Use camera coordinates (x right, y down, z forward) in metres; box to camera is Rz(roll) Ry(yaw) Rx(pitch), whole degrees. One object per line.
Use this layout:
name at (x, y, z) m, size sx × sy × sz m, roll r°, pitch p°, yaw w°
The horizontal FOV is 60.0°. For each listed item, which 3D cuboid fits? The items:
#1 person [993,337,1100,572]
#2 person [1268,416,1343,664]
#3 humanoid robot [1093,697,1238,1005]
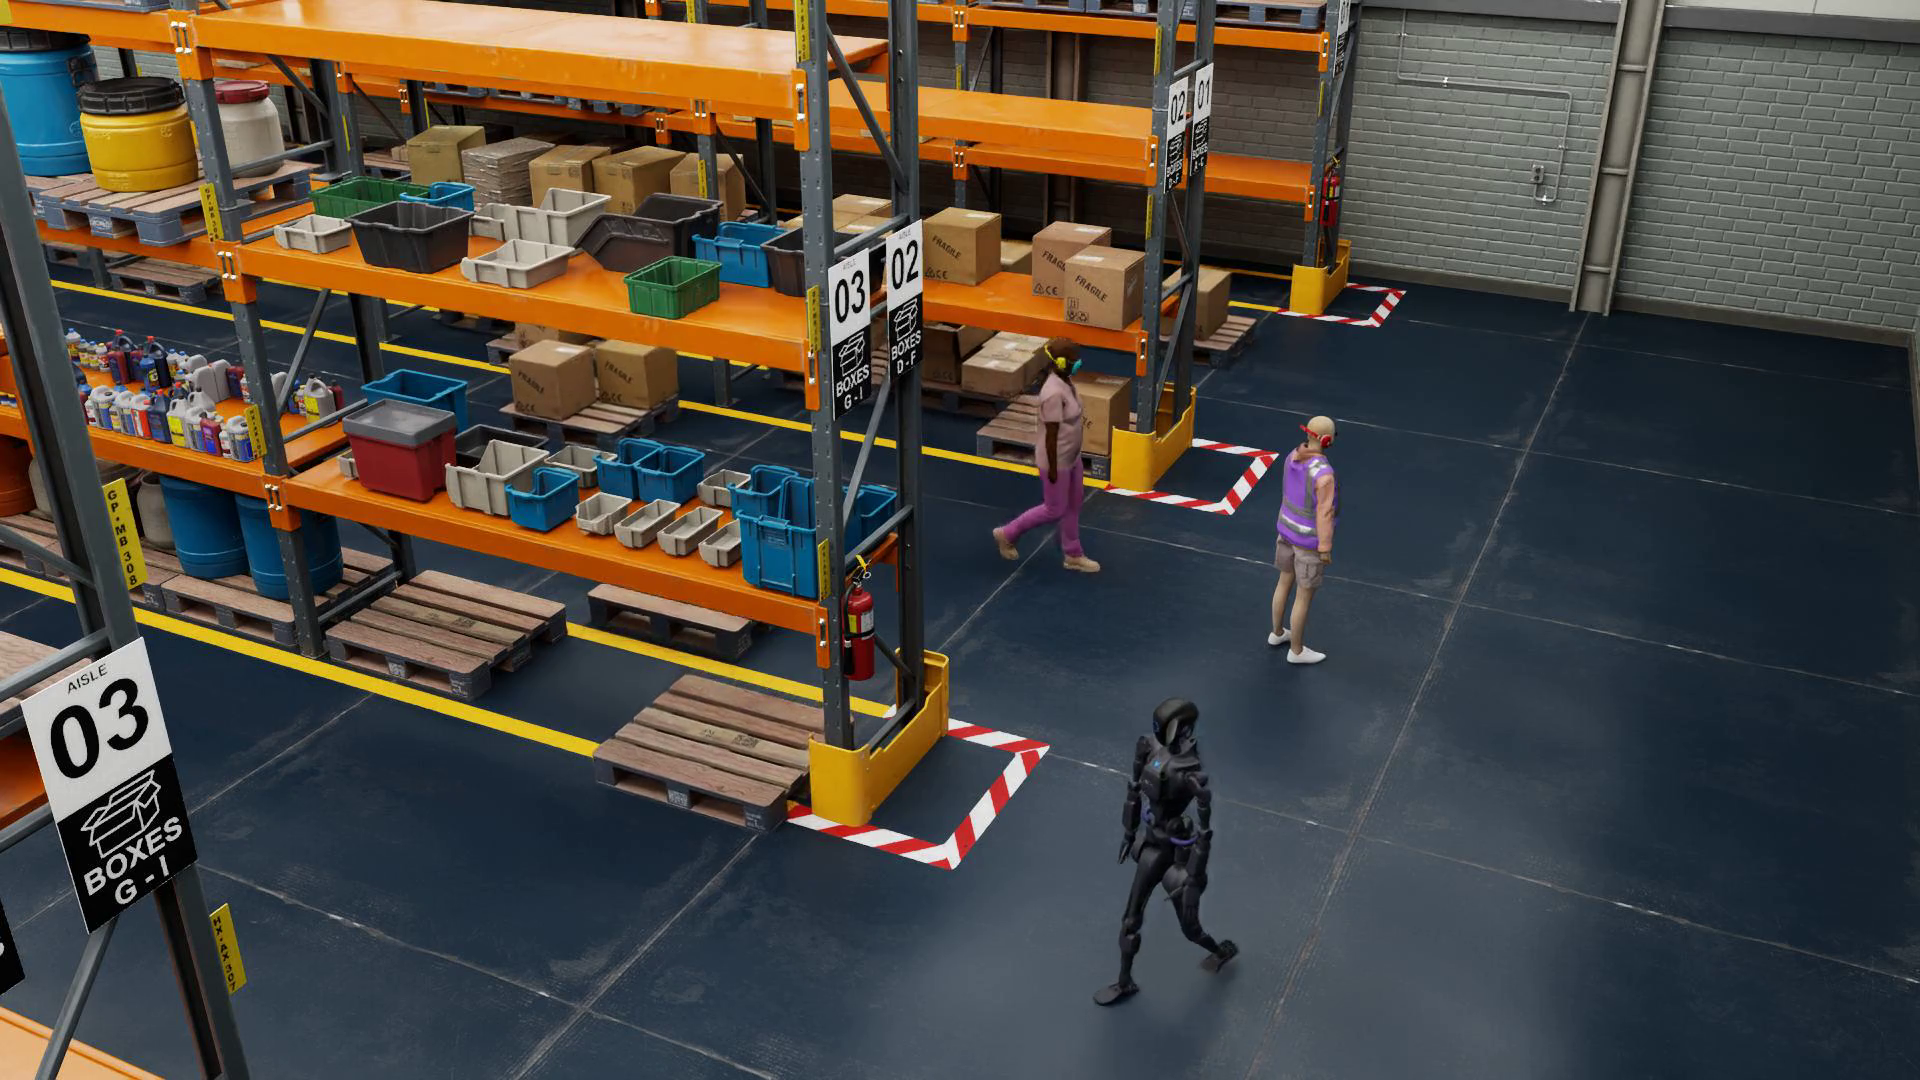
person at (0.641, -0.587, 11.785) m, size 0.689 × 1.772 × 0.540 m, roll 8°, pitch 27°, yaw 16°
person at (2.218, -0.005, 10.713) m, size 0.348 × 1.689 × 0.489 m, roll -10°, pitch 28°, yaw -19°
humanoid robot at (1.022, 1.460, 7.824) m, size 0.751 × 1.657 × 0.591 m, roll -16°, pitch 30°, yaw -29°
